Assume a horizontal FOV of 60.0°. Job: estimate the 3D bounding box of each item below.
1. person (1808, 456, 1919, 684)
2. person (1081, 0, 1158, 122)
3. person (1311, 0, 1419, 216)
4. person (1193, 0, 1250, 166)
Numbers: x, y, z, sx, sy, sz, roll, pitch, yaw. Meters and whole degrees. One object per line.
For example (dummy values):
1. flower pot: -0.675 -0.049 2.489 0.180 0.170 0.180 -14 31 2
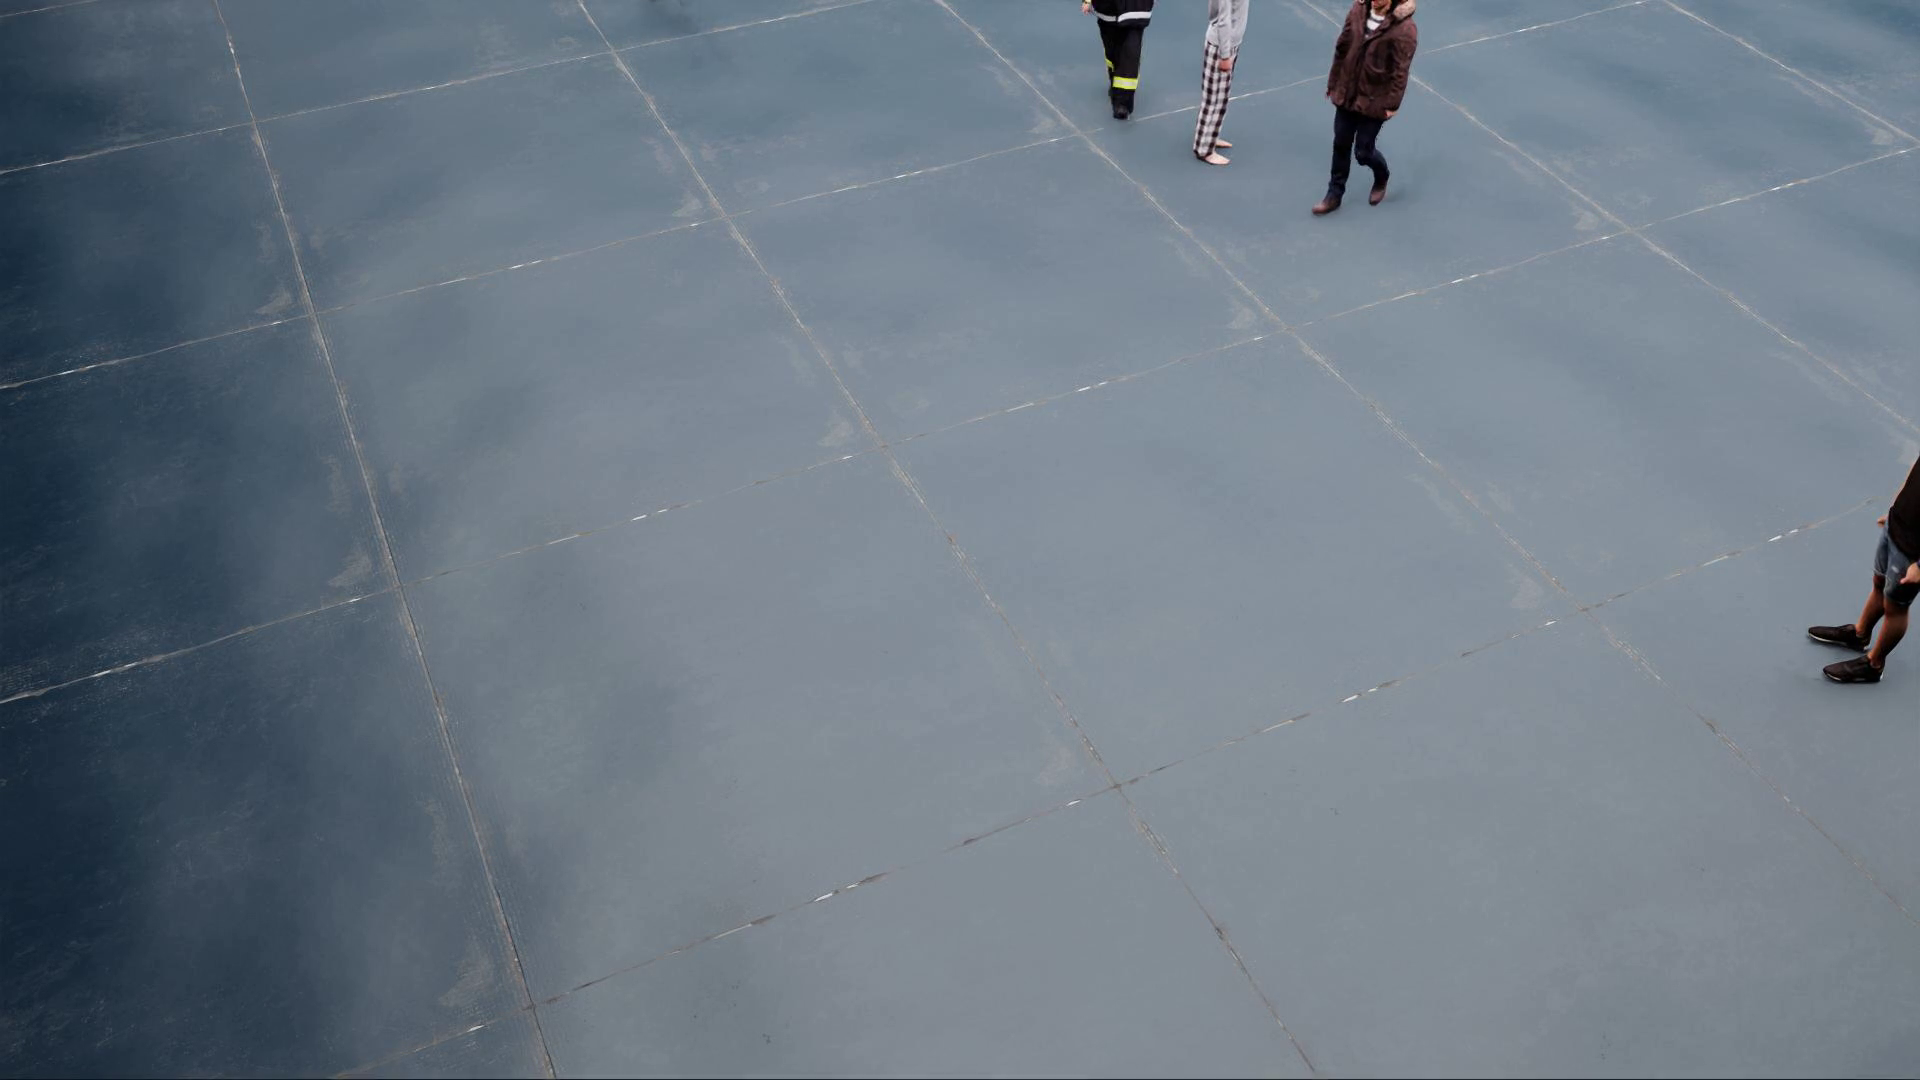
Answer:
1. person: 4.852 -0.021 8.406 0.810 1.846 0.706 6 43 7
2. person: 1.295 -4.358 13.120 1.203 1.928 1.323 8 43 9
3. person: 2.944 -3.212 11.928 0.927 1.836 0.886 -28 49 -27
4. person: 1.974 -3.749 12.510 0.760 1.847 0.677 10 43 11
